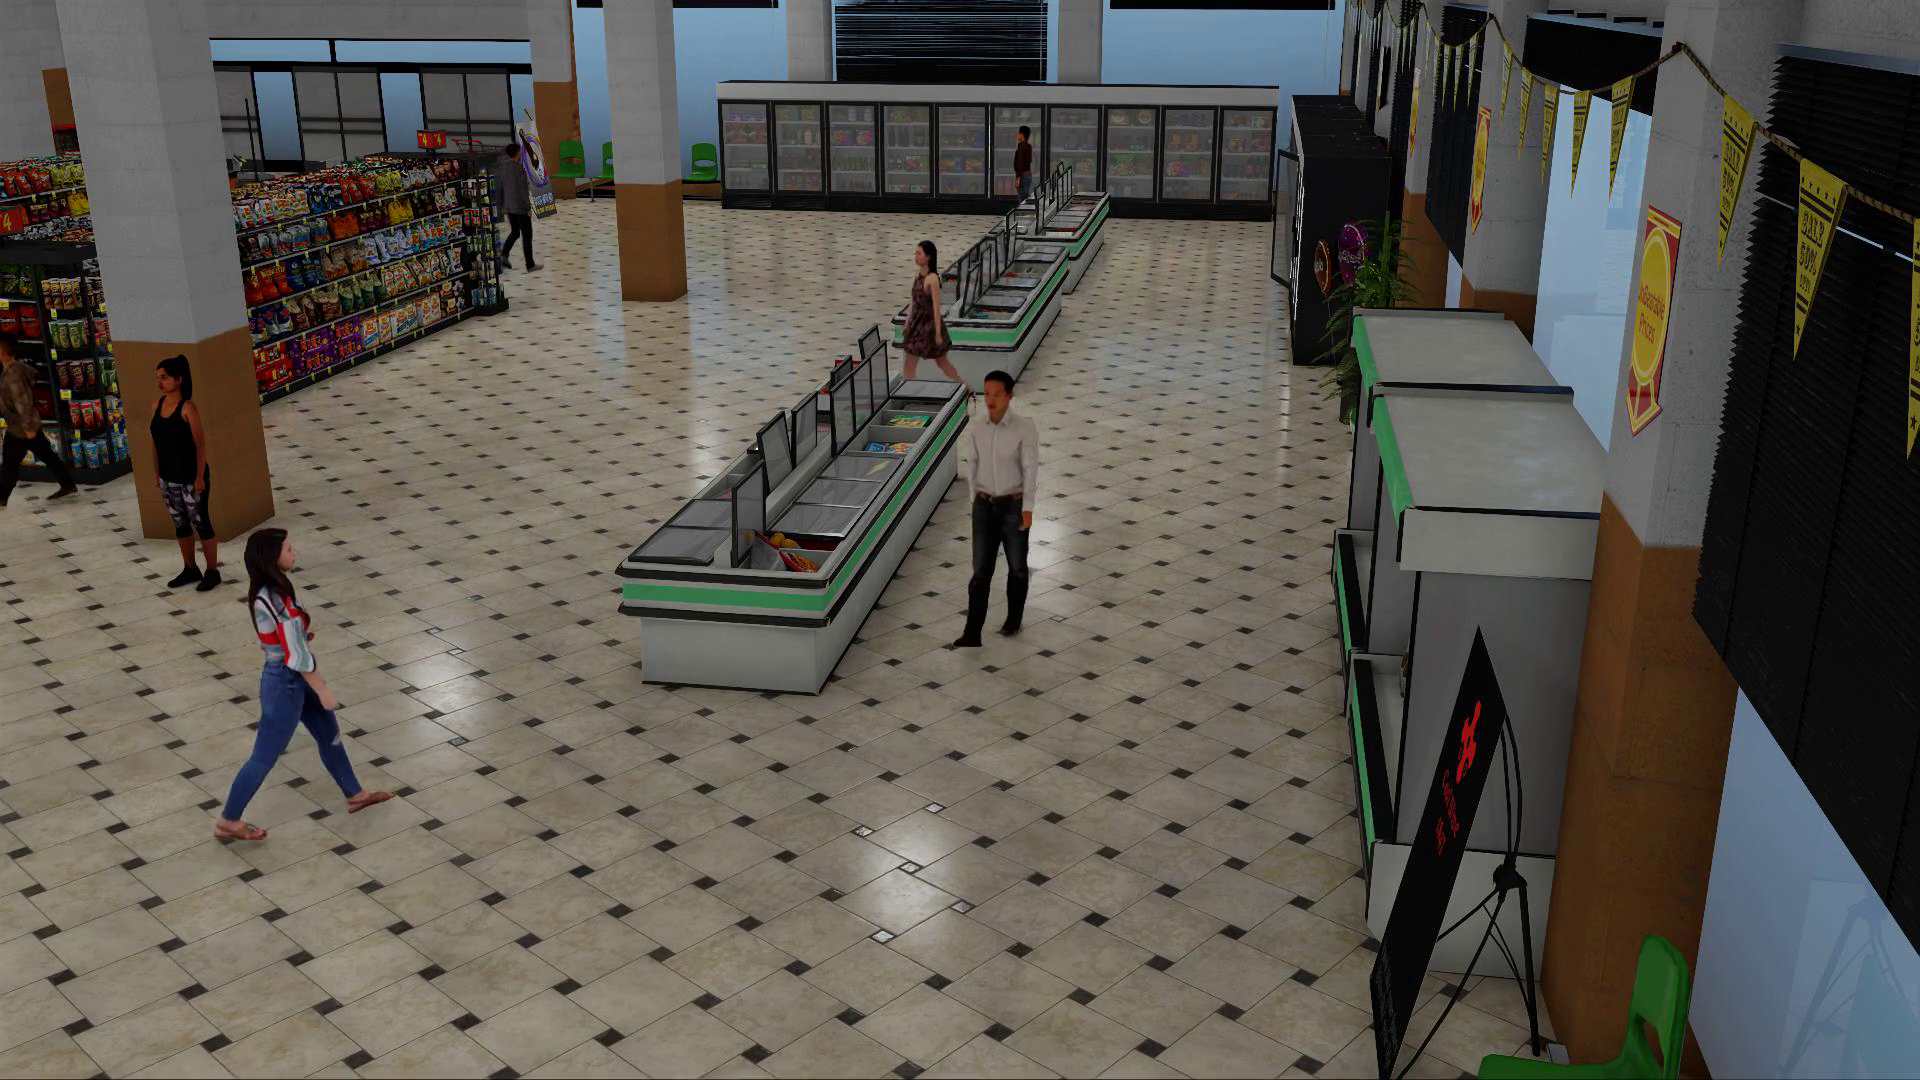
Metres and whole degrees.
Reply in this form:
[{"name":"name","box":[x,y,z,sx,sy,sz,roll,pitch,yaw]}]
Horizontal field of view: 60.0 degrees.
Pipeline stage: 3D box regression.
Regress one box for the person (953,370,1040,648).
[{"name":"person","box":[0.318,-0.214,10.706,0.834,1.771,1.159,7,20,21]}]

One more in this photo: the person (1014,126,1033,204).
[{"name":"person","box":[1.089,-6.111,28.176,0.744,1.782,0.528,7,20,20]}]

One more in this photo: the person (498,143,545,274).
[{"name":"person","box":[-6.493,-4.827,24.241,0.904,1.864,1.026,13,22,33]}]

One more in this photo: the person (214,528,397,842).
[{"name":"person","box":[-3.383,0.754,8.144,1.055,1.573,1.112,-8,20,-23]}]

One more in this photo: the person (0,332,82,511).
[{"name":"person","box":[-7.493,-0.952,13.447,0.986,1.418,1.010,-8,20,-23]}]

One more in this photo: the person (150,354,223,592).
[{"name":"person","box":[-5.432,-0.471,11.641,0.610,1.660,0.561,7,20,19]}]

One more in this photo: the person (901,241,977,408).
[{"name":"person","box":[-0.241,-1.990,16.035,1.095,1.731,1.187,-7,20,-21]}]
